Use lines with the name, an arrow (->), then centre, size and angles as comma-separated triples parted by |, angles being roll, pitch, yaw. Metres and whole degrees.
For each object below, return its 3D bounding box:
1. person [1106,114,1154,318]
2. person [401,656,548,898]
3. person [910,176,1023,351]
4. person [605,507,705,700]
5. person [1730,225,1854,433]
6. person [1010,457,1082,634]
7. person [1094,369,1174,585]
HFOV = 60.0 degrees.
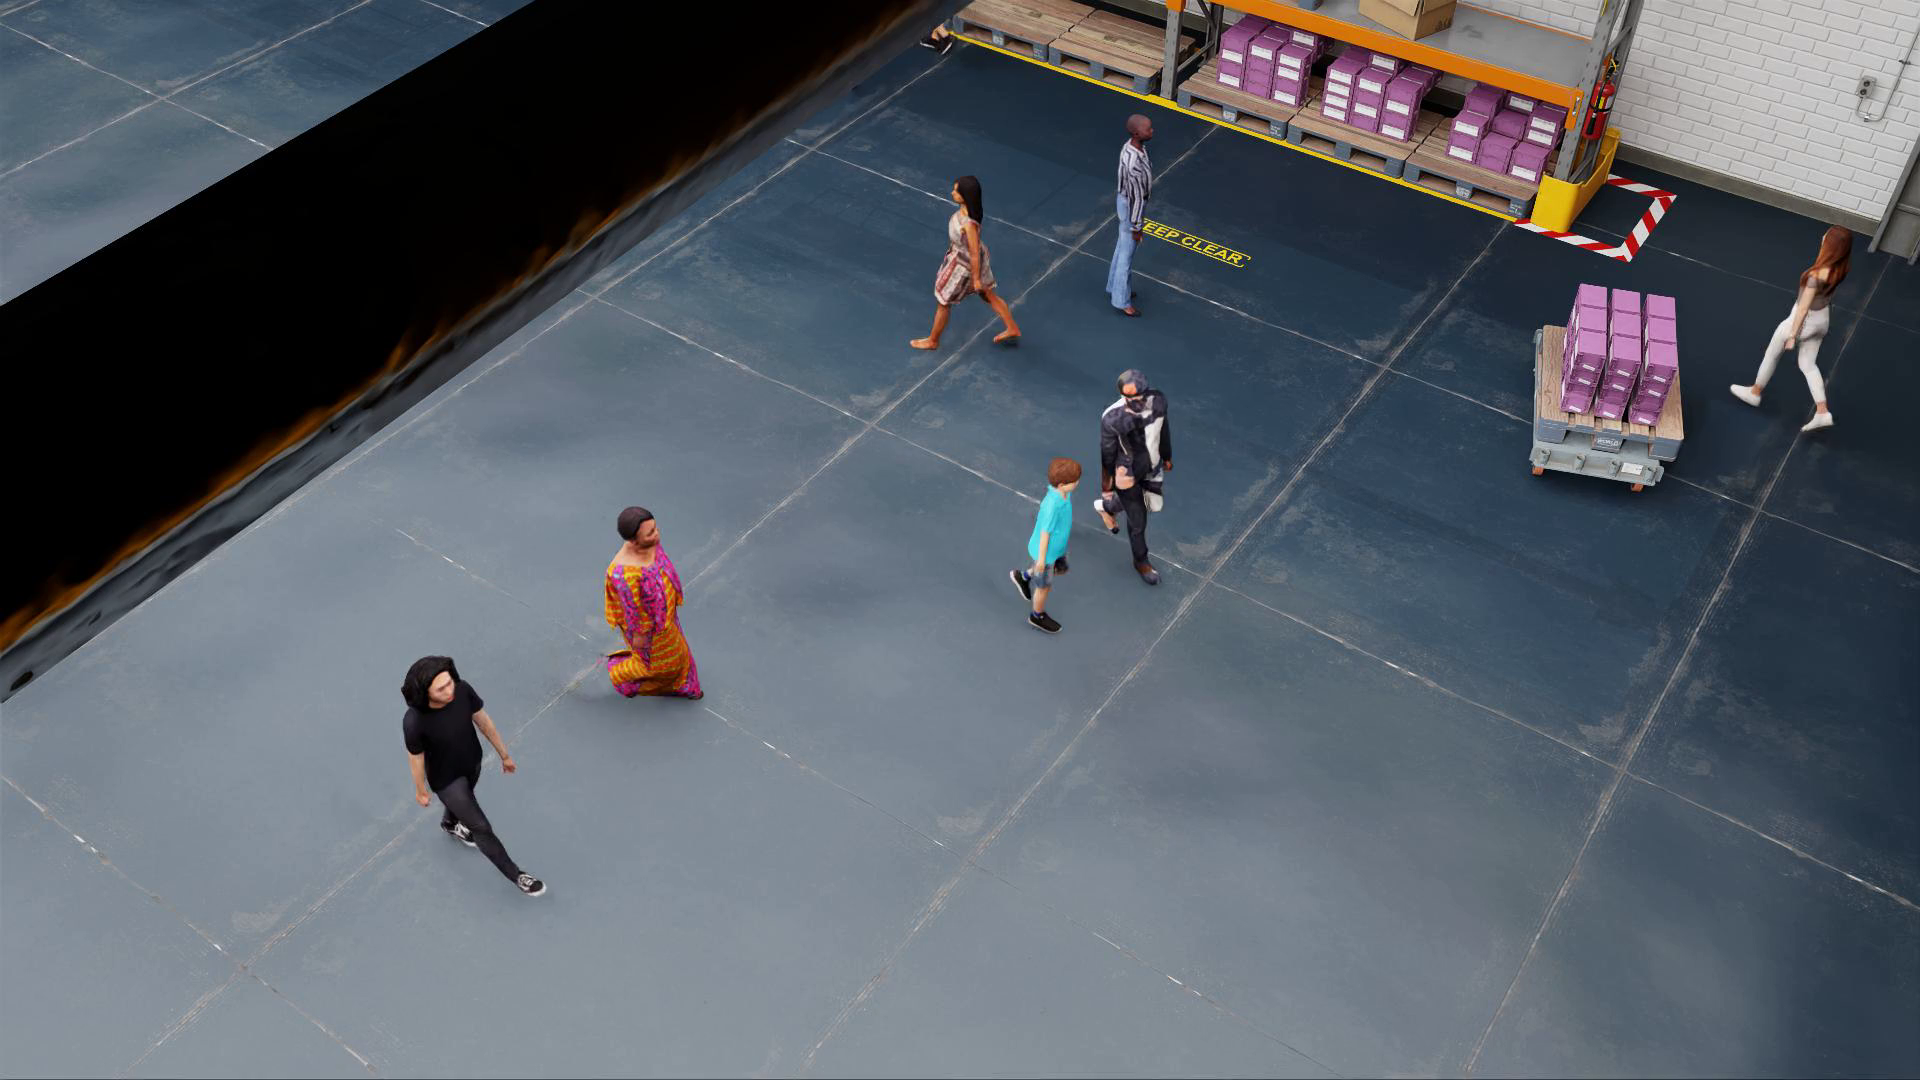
person -> 1.398, -2.673, 13.628 | 0.718, 1.796, 0.700 | 0, 44, 0
person -> -2.939, 1.255, 9.509 | 1.163, 1.790, 0.710 | 23, 48, 22
person -> 0.158, -2.182, 13.254 | 1.220, 1.601, 1.017 | 1, 44, 1
person -> -2.001, 0.436, 10.463 | 0.973, 1.661, 0.836 | 9, 44, 9
person -> 6.452, -1.567, 12.538 | 0.917, 1.698, 1.146 | -19, 47, -19
person -> 0.544, -0.002, 11.087 | 0.743, 1.433, 0.625 | 16, 46, 16
person -> 1.135, -0.500, 11.307 | 0.926, 1.851, 1.064 | -33, 53, -30
